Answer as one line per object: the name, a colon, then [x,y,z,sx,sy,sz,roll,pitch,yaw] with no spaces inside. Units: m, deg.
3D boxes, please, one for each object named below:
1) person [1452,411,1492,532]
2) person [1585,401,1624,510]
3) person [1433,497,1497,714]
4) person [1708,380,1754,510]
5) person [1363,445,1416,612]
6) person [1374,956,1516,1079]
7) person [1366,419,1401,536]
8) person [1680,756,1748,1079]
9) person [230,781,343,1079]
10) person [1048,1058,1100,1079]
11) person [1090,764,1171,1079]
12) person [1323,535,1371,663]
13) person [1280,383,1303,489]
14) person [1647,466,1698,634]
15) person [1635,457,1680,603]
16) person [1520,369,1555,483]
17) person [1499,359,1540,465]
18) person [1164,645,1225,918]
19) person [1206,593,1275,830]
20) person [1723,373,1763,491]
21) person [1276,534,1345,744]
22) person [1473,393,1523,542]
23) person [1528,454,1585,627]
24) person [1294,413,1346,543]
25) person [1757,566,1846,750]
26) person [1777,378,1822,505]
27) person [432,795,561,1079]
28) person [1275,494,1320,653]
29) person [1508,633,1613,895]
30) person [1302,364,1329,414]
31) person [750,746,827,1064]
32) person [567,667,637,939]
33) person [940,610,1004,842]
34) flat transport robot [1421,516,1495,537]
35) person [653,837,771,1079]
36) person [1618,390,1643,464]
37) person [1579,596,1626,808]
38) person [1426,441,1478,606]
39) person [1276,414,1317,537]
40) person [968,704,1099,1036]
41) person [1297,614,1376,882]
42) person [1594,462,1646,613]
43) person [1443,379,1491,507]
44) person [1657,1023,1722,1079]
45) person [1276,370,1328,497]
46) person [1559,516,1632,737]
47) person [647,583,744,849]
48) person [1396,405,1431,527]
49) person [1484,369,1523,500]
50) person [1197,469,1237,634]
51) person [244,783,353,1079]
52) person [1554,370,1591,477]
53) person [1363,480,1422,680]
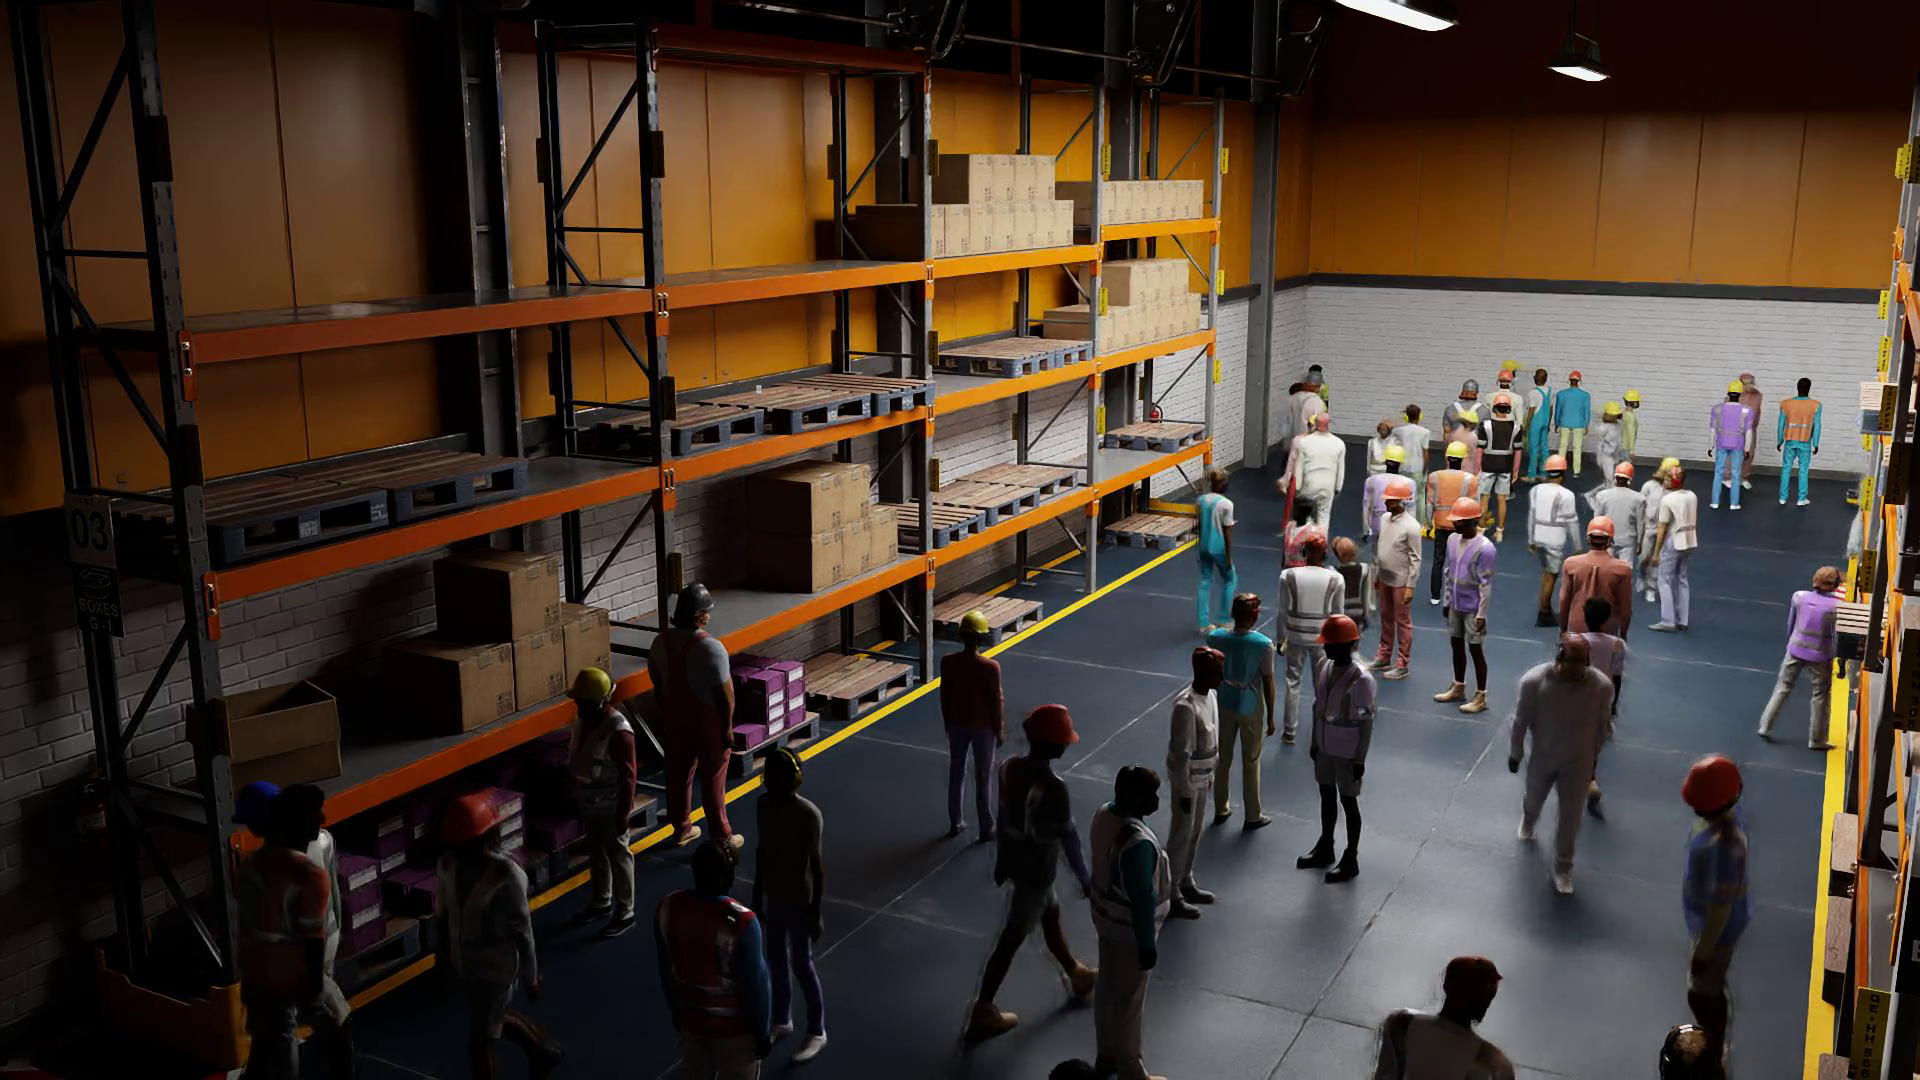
person: [7.003,-0.929,22.987,0.817,1.719,0.533,-8,15,-31]
person: [9.382,-1.169,24.068,0.510,1.717,0.642,-9,15,-34]
person: [4.686,0.599,15.474,0.431,2.030,0.619,-6,14,-23]
person: [11.401,-1.401,24.637,0.585,1.928,0.368,7,14,28]
person: [4.880,-0.120,18.914,0.593,1.925,0.386,6,14,26]
person: [1.985,2.582,6.926,0.616,1.871,0.412,11,16,39]
person: [5.892,-0.885,23.041,0.517,1.613,0.687,7,14,28]
person: [4.060,2.058,9.029,0.458,1.992,0.796,4,13,18]
person: [-3.529,2.154,8.721,0.507,1.926,0.637,5,14,22]
person: [0.384,2.791,5.958,0.600,1.894,0.460,2,13,9]
person: [0.932,2.111,9.120,0.430,1.840,0.622,-3,13,-15]
person: [3.609,0.764,15.604,0.519,1.624,0.453,-2,13,-7]
person: [5.249,-1.646,26.296,0.322,1.685,0.547,2,13,8]
person: [7.802,0.103,18.126,0.582,1.831,0.414,-8,15,-33]
person: [8.147,-0.132,19.402,0.512,1.719,0.439,3,13,14]
person: [9.302,-1.836,26.772,0.504,1.847,0.345,-5,14,-23]
person: [9.319,-2.104,27.901,0.610,1.876,0.887,-10,16,-38]
person: [1.588,1.619,11.257,0.365,1.874,0.585,7,14,28]
person: [2.136,1.309,12.709,0.563,1.837,0.389,9,15,34]
person: [12.272,-1.698,26.116,0.666,1.862,0.684,-1,13,-3]
person: [3.062,0.875,14.577,0.582,1.877,0.369,3,13,11]
person: [7.262,-0.973,22.511,0.609,2.029,0.408,0,13,2]
person: [6.590,0.016,18.326,0.521,1.918,0.627,-5,14,-23]
person: [4.666,-0.719,21.668,0.668,1.887,0.441,0,13,-2]
person: [7.357,1.021,14.472,0.459,1.627,0.675,-9,15,-35]
person: [12.604,-1.482,25.018,0.587,1.920,0.392,9,16,36]
person: [-2.426,2.180,8.676,0.550,1.906,0.942,7,14,29]
person: [3.618,0.334,17.448,0.767,1.676,0.533,-4,13,-19]
person: [4.285,1.484,11.947,0.665,1.843,1.024,3,13,14]
person: [6.089,-2.175,28.624,0.532,1.698,0.319,7,14,28]
person: [-0.964,2.041,9.399,0.498,1.858,0.334,11,16,40]
person: [-2.356,1.710,10.933,0.404,1.829,0.591,-11,17,-41]
person: [0.100,1.394,12.494,0.523,1.767,0.318,7,14,28]
flat transport robot: [6.932,-0.250,23.225,0.652,0.197,1.431,8,15,33]
person: [-1.168,2.331,8.126,0.622,1.843,0.429,7,14,28]
person: [9.958,-1.363,24.831,0.322,1.769,0.523,1,13,4]
person: [5.018,1.278,13.224,0.533,1.672,0.775,-1,13,-3]
person: [5.659,-0.179,19.167,0.585,1.928,0.368,7,14,28]
person: [4.669,-0.867,22.730,0.611,1.724,0.460,-5,14,-21]
person: [0.503,1.898,9.739,1.086,1.973,0.618,-6,14,-24]
person: [2.668,1.463,11.793,0.378,1.936,0.548,-7,14,-27]
person: [7.463,-0.020,18.846,0.560,1.752,0.326,7,14,28]
person: [7.332,-1.323,24.033,0.678,2.000,0.537,7,14,28]
person: [2.731,2.712,6.408,0.504,1.847,0.345,-1,13,-3]
person: [5.243,-1.578,25.175,0.720,2.000,0.694,-7,14,-27]
person: [5.632,0.769,14.773,0.609,1.993,0.384,7,14,28]
person: [-1.916,1.300,12.289,0.678,2.000,0.537,7,14,28]
person: [6.238,-0.945,22.839,0.545,1.817,0.961,8,15,33]
person: [8.296,-1.614,25.442,0.609,1.993,0.384,7,14,28]
person: [2.840,0.120,18.070,0.659,1.819,0.514,-11,17,-40]
person: [-3.411,2.193,8.584,0.614,1.910,0.859,7,14,27]
person: [10.053,-1.910,27.313,0.561,1.749,0.331,7,14,28]
person: [4.305,0.386,16.482,0.391,1.995,0.613,-4,13,-19]
